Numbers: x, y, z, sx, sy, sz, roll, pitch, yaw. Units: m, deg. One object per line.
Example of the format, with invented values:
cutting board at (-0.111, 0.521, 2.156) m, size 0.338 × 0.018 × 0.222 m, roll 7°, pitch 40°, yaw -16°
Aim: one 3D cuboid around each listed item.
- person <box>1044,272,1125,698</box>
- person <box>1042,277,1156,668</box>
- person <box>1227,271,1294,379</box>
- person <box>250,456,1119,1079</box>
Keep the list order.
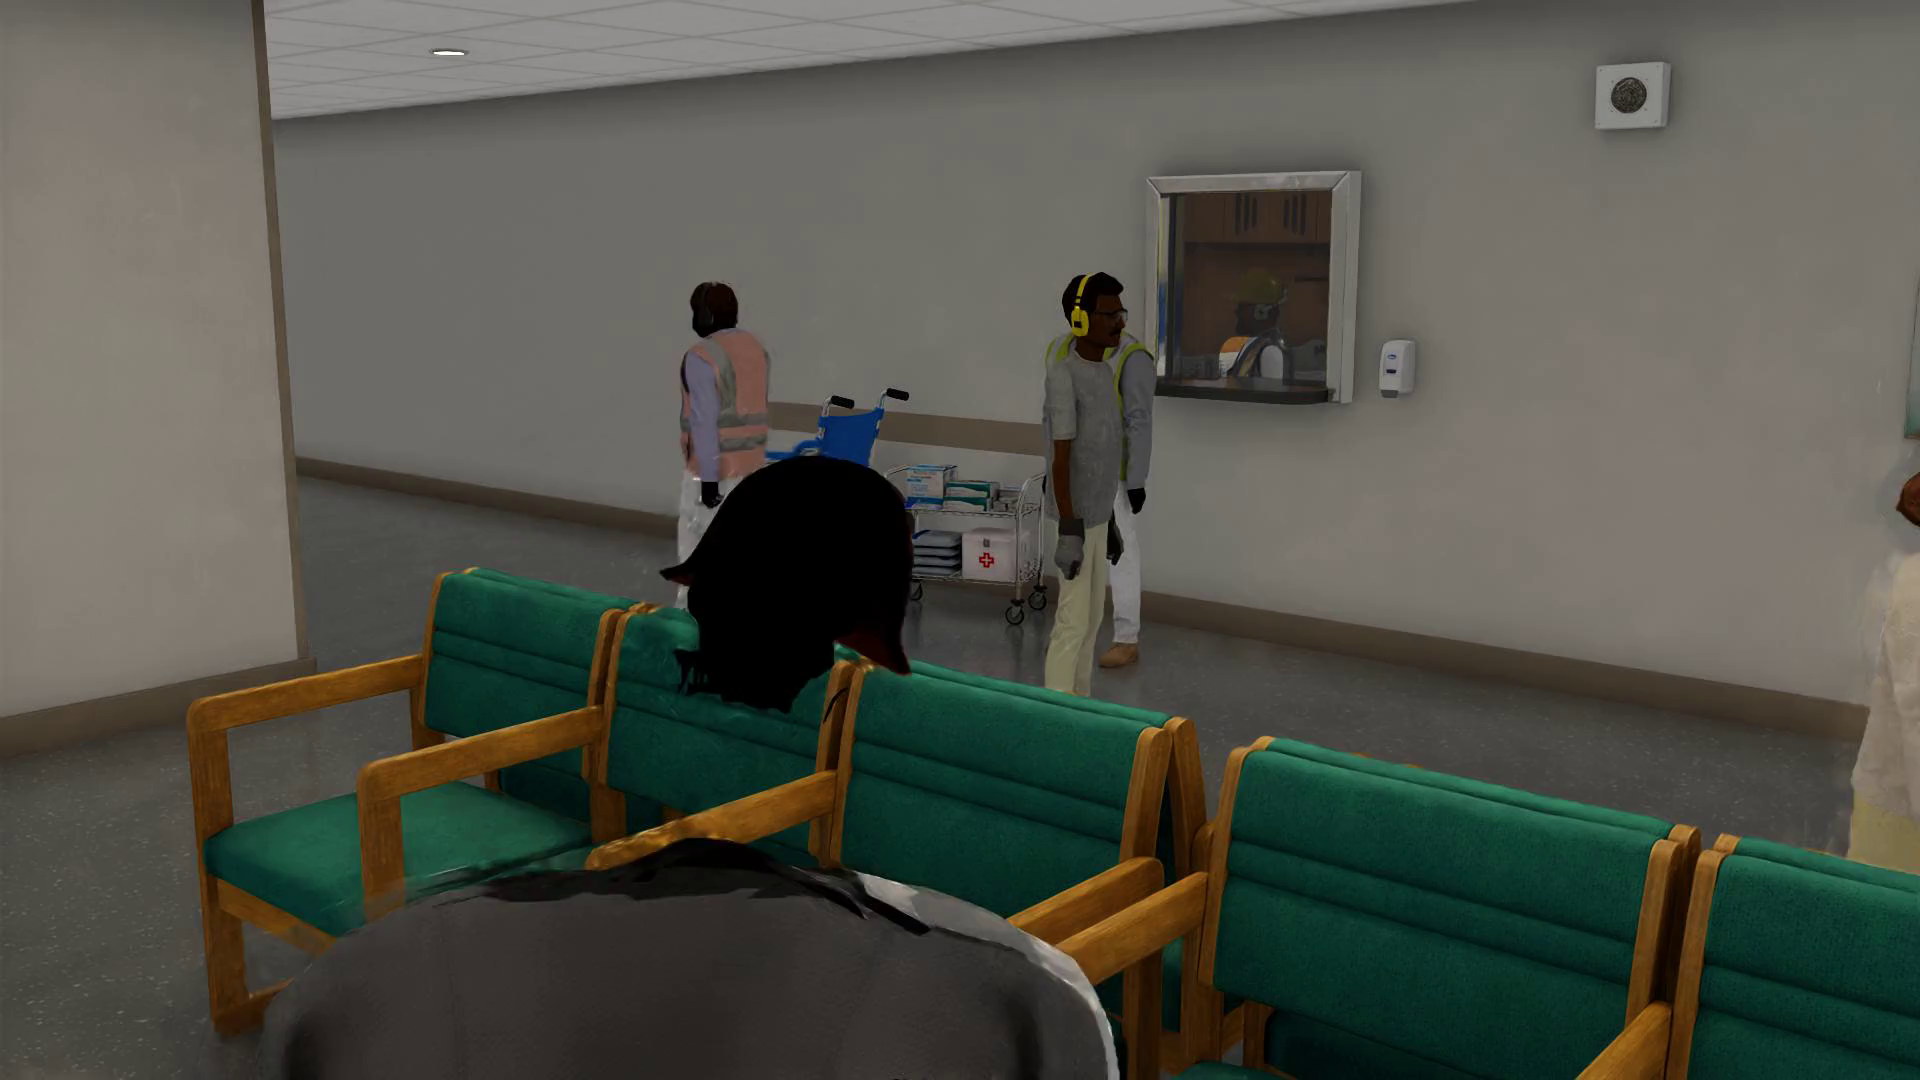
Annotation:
person at (0.489, -0.058, 6.250) m, size 0.326 × 1.866 × 0.518 m, roll 4°, pitch 11°, yaw 22°
person at (0.634, -0.315, 7.842) m, size 0.431 × 1.833 × 0.644 m, roll -9°, pitch 13°, yaw -41°
person at (1.591, -0.522, 8.969) m, size 0.403 × 1.835 × 0.586 m, roll 0°, pitch 10°, yaw 3°
person at (-0.193, 0.833, 1.082) m, size 0.586 × 1.896 × 0.519 m, roll -3°, pitch 10°, yaw -18°
